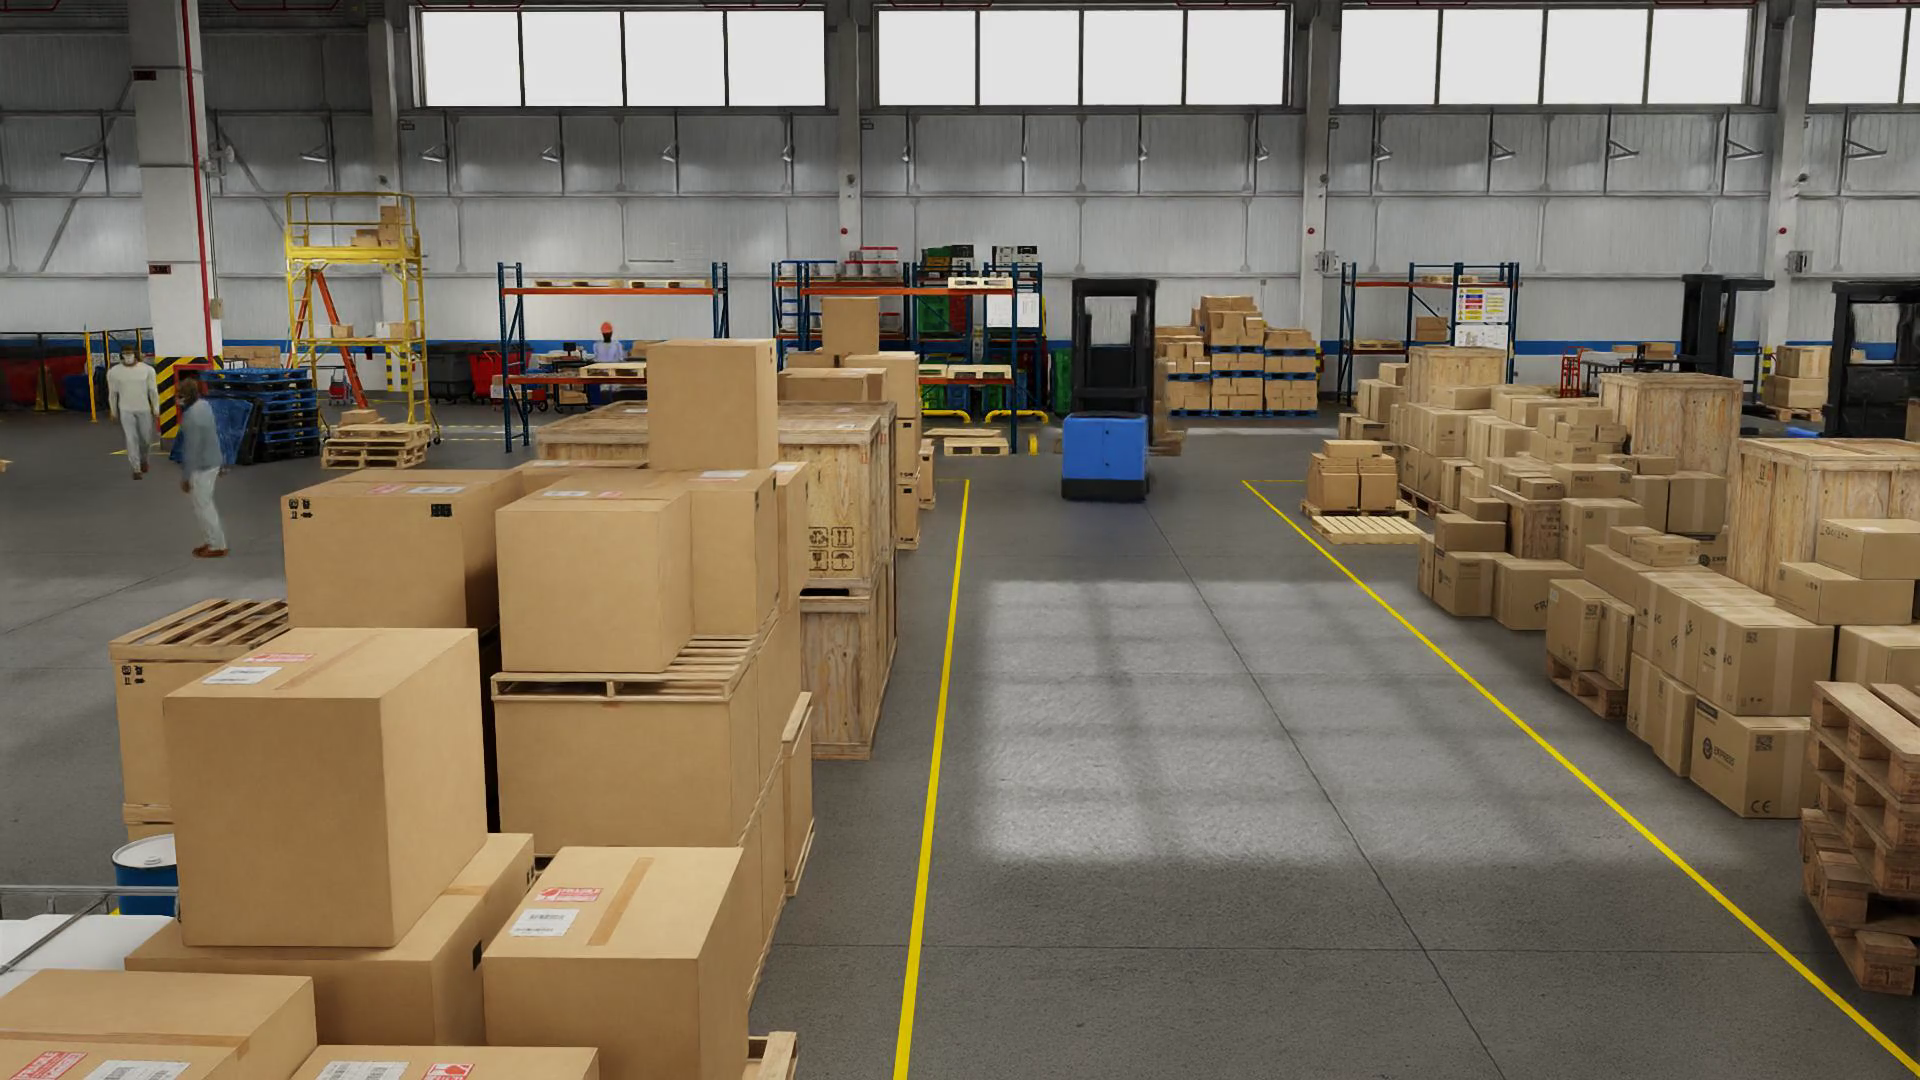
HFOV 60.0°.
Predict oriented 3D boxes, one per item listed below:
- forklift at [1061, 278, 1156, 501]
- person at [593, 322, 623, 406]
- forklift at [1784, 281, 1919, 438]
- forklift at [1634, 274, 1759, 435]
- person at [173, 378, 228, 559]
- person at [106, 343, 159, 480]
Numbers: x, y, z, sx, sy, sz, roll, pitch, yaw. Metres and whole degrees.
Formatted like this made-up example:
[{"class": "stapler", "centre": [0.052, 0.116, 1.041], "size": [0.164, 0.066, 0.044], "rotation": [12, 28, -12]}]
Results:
[{"class": "forklift", "centre": [1.952, -1.996, 21.591], "size": [1.129, 2.768, 1.873], "rotation": [2, 10, 10]}, {"class": "person", "centre": [-6.596, -3.121, 31.186], "size": [0.552, 1.921, 0.447], "rotation": [-1, 10, -6]}, {"class": "forklift", "centre": [10.316, -1.542, 18.872], "size": [1.129, 2.768, 1.873], "rotation": [0, 9, 0]}, {"class": "forklift", "centre": [12.953, -3.275, 29.250], "size": [1.873, 2.768, 1.129], "rotation": [0, 9, 1]}, {"class": "person", "centre": [-7.727, -0.718, 16.923], "size": [0.422, 1.888, 0.713], "rotation": [-2, 10, -15]}, {"class": "person", "centre": [-11.620, -1.817, 23.388], "size": [0.642, 1.919, 0.569], "rotation": [-5, 11, -28]}]
